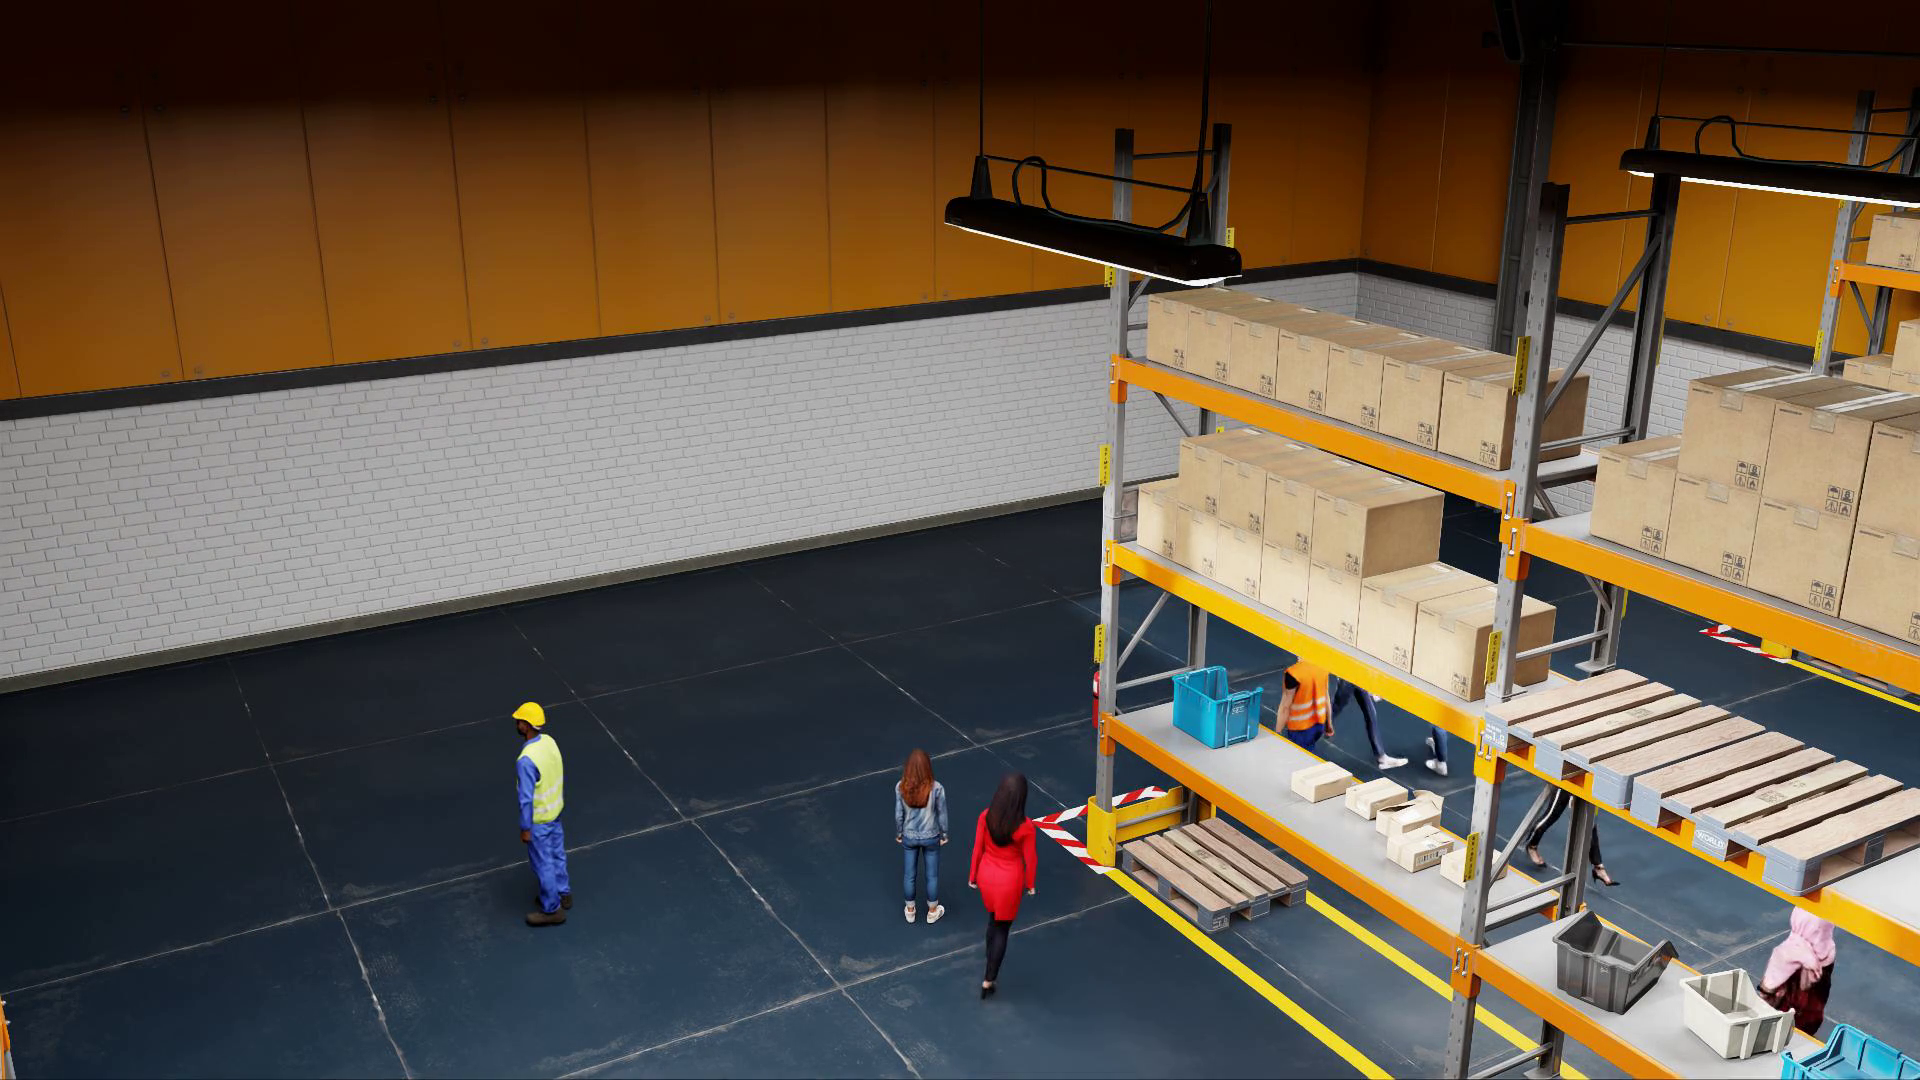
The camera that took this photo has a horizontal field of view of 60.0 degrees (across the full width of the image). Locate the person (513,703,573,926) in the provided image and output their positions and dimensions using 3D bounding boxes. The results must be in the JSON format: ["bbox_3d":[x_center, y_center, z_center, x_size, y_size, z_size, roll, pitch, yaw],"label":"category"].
[{"bbox_3d":[-3.252,2.117,12.912,0.818,1.812,0.729,2,19,5],"label":"person"}]

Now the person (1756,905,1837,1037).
[{"bbox_3d":[5.334,3.021,10.511,0.683,1.631,0.989,-10,21,-26],"label":"person"}]

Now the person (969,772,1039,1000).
[{"bbox_3d":[0.273,2.521,11.859,0.760,1.720,0.838,7,20,20],"label":"person"}]

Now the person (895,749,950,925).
[{"bbox_3d":[-0.305,2.291,12.919,0.641,1.478,0.680,3,19,8],"label":"person"}]
